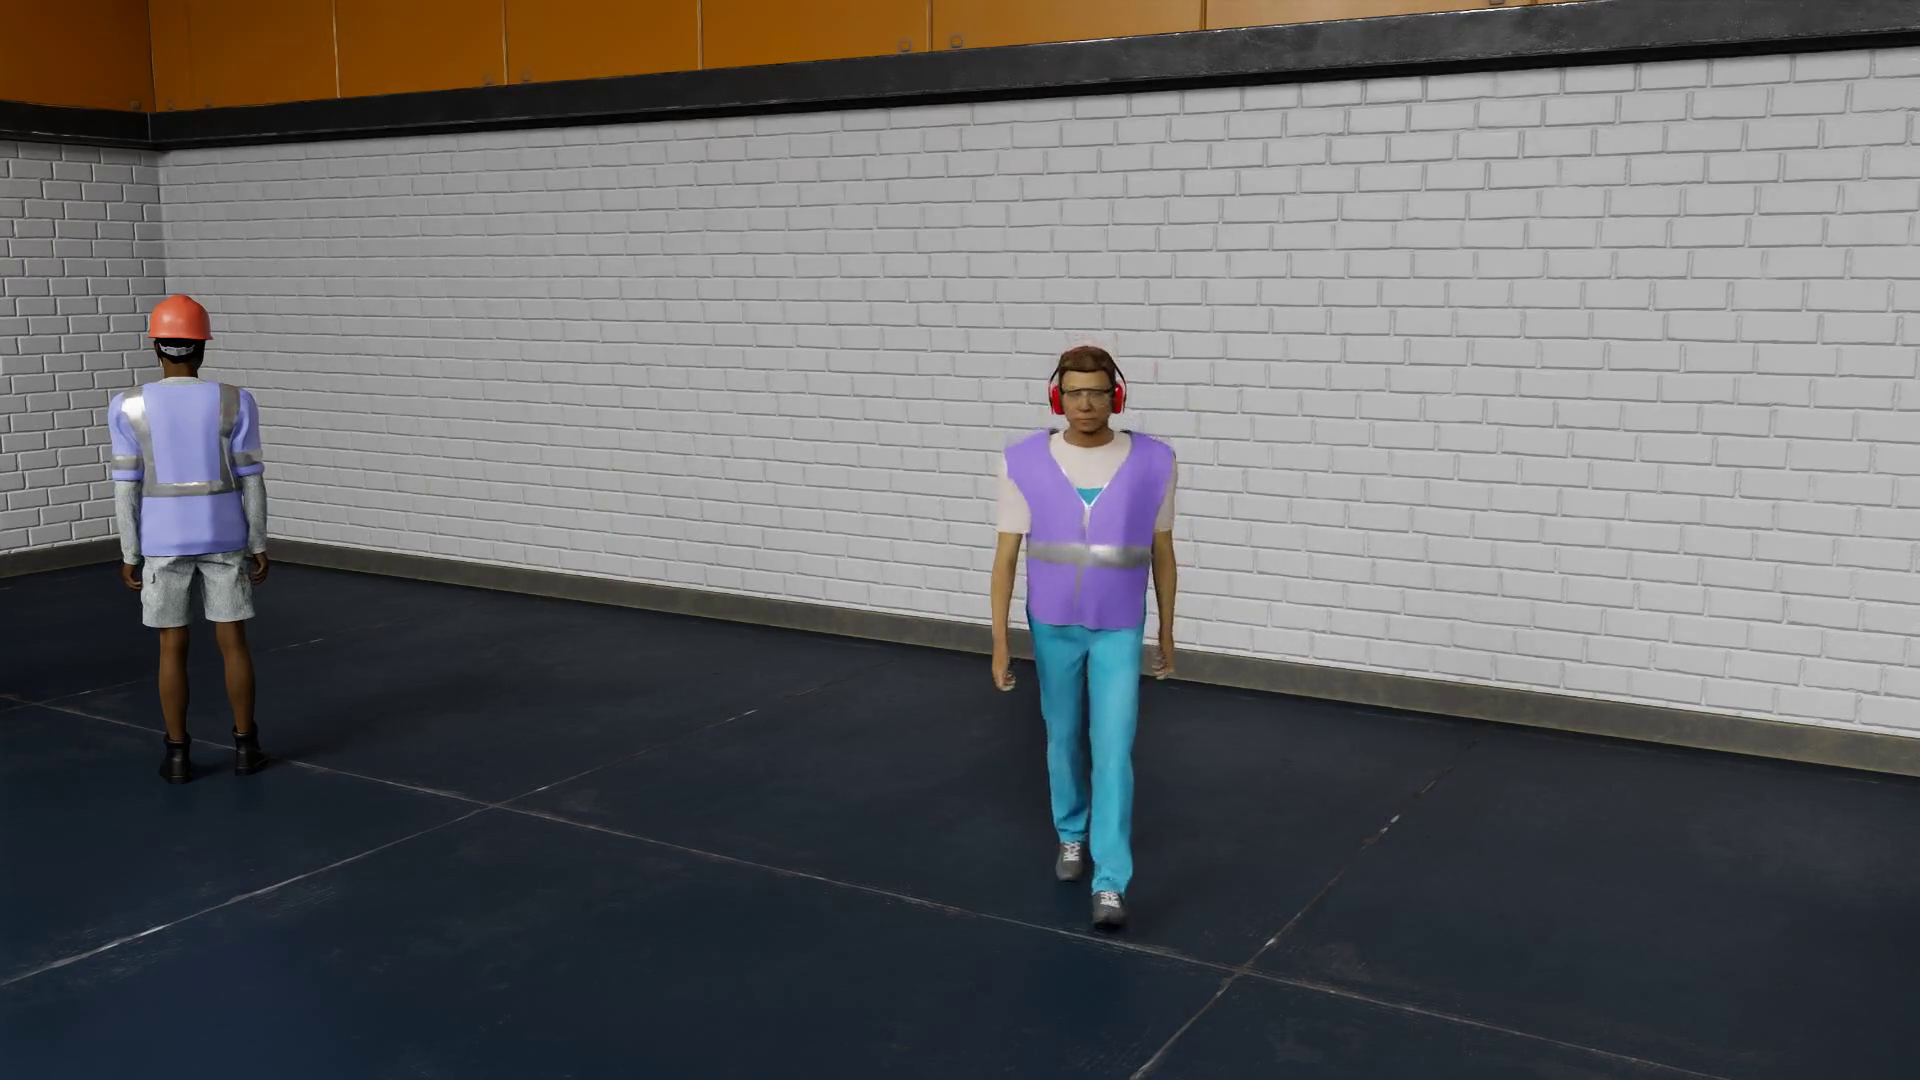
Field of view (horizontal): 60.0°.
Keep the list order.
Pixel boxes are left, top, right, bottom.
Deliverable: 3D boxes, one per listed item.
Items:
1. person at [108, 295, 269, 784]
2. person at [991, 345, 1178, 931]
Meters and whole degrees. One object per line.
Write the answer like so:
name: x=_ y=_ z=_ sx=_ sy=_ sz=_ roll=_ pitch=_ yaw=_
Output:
person: x=-3.054 y=0.001 z=6.633 sx=0.551 sy=1.936 sz=0.356 roll=-4 pitch=10 yaw=-25
person: x=0.387 y=0.296 z=5.239 sx=0.586 sy=1.788 sz=0.967 roll=1 pitch=9 yaw=6
